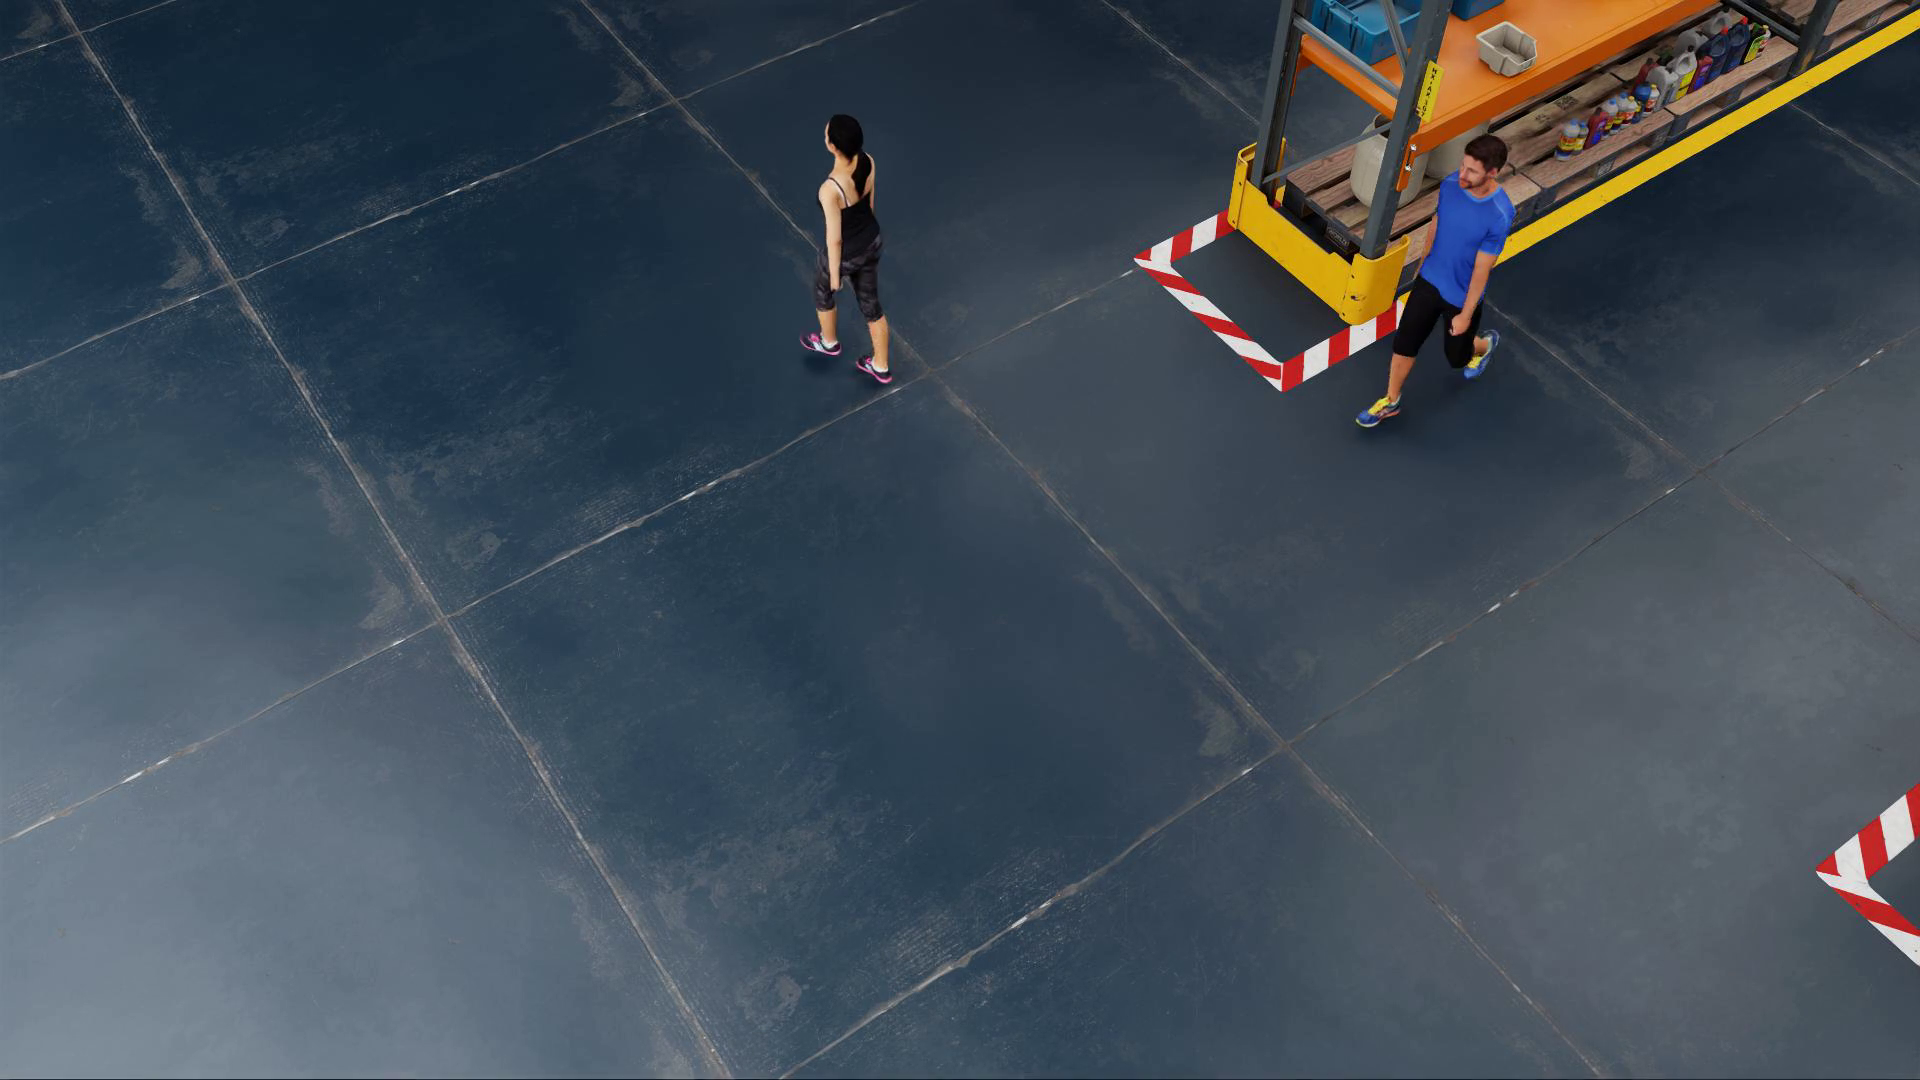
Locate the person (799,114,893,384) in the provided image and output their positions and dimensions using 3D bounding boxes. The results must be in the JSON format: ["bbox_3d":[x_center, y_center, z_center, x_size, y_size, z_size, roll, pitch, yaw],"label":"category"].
[{"bbox_3d":[-0.500,-1.472,8.786,0.764,1.711,0.835,33,59,23],"label":"person"}]

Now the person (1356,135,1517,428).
[{"bbox_3d":[2.608,-1.332,8.592,1.117,1.845,0.643,-31,58,-22],"label":"person"}]
